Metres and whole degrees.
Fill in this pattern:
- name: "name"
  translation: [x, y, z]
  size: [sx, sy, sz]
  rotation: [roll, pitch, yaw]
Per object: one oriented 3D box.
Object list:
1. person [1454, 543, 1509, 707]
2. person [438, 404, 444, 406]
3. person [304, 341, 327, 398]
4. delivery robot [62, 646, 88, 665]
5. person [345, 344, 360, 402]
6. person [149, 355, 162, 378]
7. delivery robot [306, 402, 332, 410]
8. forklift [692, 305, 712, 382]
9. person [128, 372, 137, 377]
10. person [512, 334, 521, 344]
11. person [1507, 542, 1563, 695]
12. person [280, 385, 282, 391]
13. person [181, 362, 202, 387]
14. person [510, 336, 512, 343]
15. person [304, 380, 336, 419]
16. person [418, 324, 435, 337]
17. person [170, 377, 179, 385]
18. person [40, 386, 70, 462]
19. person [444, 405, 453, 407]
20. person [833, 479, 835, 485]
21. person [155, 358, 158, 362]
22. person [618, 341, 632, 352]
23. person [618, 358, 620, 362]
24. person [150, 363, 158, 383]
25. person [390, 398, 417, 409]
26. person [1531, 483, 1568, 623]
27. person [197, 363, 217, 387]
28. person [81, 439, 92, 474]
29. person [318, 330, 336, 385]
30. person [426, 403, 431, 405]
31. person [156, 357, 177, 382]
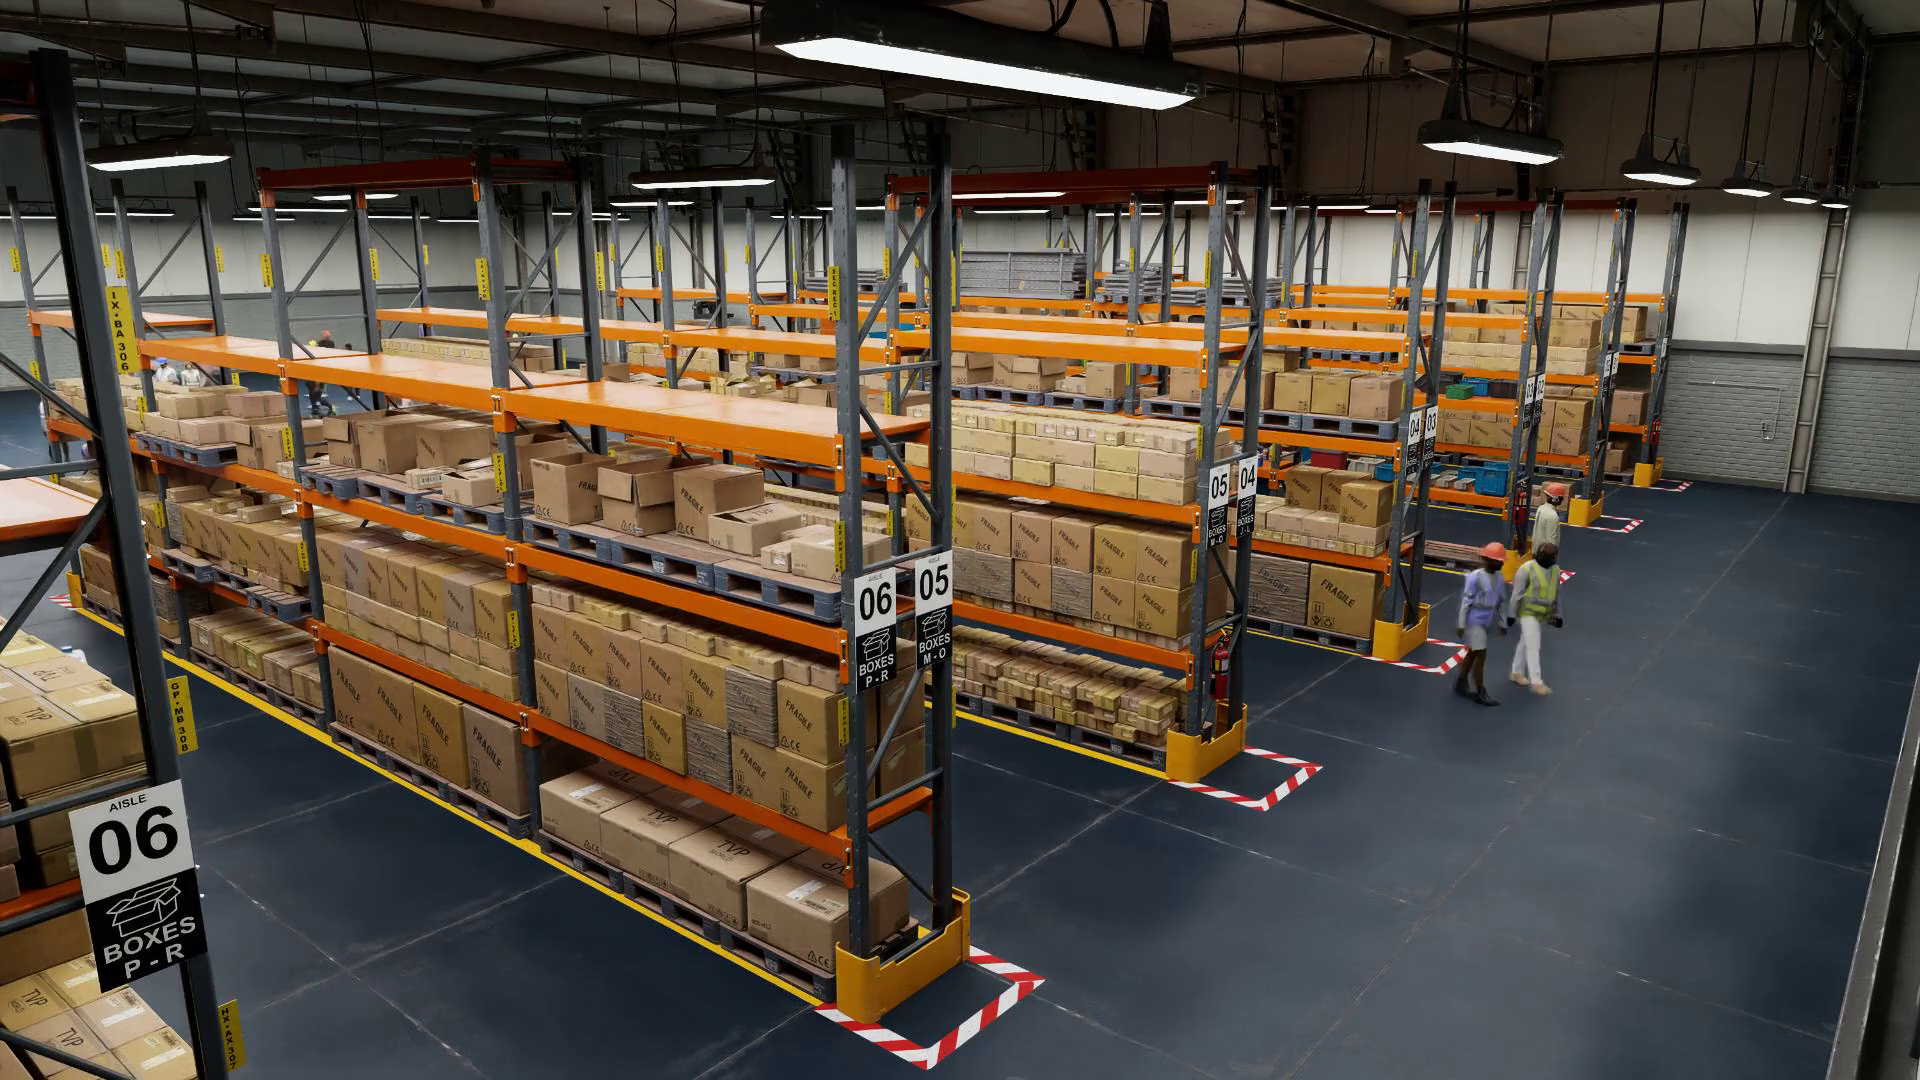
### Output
- name: "person"
  translation: [6.131, 0.972, 14.625]
  size: [0.587, 1.911, 0.823]
  rotation: [-7, 15, -27]
- name: "person"
  translation: [-14.390, -3.851, 34.424]
  size: [0.690, 1.946, 0.604]
  rotation: [1, 14, 3]
- name: "person"
  translation: [-21.585, -5.685, 42.052]
  size: [0.612, 1.893, 0.871]
  rotation: [5, 15, 21]
- name: "delivery robot"
  translation: [-10.685, 1.520, 15.114]
  size: [0.477, 0.478, 0.707]
  rotation: [-10, 17, -36]
- name: "person"
  translation: [-20.019, -5.509, 41.421]
  size: [0.584, 1.863, 1.021]
  rotation: [-3, 14, -13]
- name: "person"
  translation: [-24.440, -4.741, 38.273]
  size: [1.101, 1.871, 0.677]
  rotation: [8, 16, 30]
- name: "delivery robot"
  translation: [-18.915, -3.965, 37.135]
  size: [0.698, 0.223, 0.335]
  rotation: [2, 14, 8]
- name: "forklift"
  translation: [-9.511, -7.392, 47.124]
  size: [1.873, 2.768, 1.129]
  rotation: [11, 17, 38]
- name: "person"
  translation: [-21.951, -3.608, 33.558]
  size: [0.636, 1.879, 0.600]
  rotation: [1, 14, 2]
- name: "person"
  translation: [-16.483, -6.790, 46.878]
  size: [0.525, 1.769, 0.322]
  rotation: [-3, 14, -10]
- name: "person"
  translation: [6.968, 0.926, 15.041]
  size: [0.637, 1.810, 0.828]
  rotation: [-7, 15, -25]
- name: "person"
  translation: [-16.679, -3.026, 31.252]
  size: [0.524, 1.844, 0.876]
  rotation: [-11, 17, -37]
- name: "person"
  translation: [-23.316, -4.616, 38.227]
  size: [0.541, 1.620, 0.518]
  rotation: [13, 18, 42]
- name: "person"
  translation: [-16.264, -6.498, 45.633]
  size: [0.953, 1.794, 0.629]
  rotation: [3, 14, 11]
- name: "person"
  translation: [-19.068, -4.594, 37.361]
  size: [0.699, 2.000, 0.695]
  rotation: [-13, 19, -42]
- name: "person"
  translation: [-22.771, -8.557, 53.855]
  size: [0.639, 1.911, 0.402]
  rotation: [-2, 14, -10]
- name: "person"
  translation: [-21.138, -3.557, 33.890]
  size: [0.551, 1.615, 0.607]
  rotation: [2, 14, 10]
- name: "person"
  translation: [-21.423, -2.699, 29.779]
  size: [0.753, 1.905, 0.577]
  rotation: [10, 17, 35]
- name: "person"
  translation: [-14.437, -3.962, 35.110]
  size: [0.738, 1.837, 0.672]
  rotation: [-12, 18, -41]
- name: "person"
  translation: [-2.580, -2.182, 27.563]
  size: [0.355, 1.937, 0.634]
  rotation: [11, 18, 39]
- name: "person"
  translation: [-24.991, -4.867, 39.328]
  size: [0.847, 1.586, 0.513]
  rotation: [-1, 14, -5]
- name: "person"
  translation: [-12.657, -7.031, 47.756]
  size: [0.622, 1.820, 0.414]
  rotation: [-11, 17, -38]
- name: "person"
  translation: [-9.912, -4.463, 37.139]
  size: [0.374, 1.843, 0.575]
  rotation: [11, 18, 39]
- name: "person"
  translation: [-22.079, -3.881, 34.596]
  size: [0.613, 1.920, 0.526]
  rotation: [11, 18, 38]
- name: "person"
  translation: [-13.865, -3.063, 31.425]
  size: [0.640, 1.824, 0.670]
  rotation: [-4, 14, -15]
- name: "person"
  translation: [8.299, 0.165, 17.817]
  size: [0.406, 1.986, 0.617]
  rotation: [2, 14, 8]
- name: "person"
  translation: [-25.790, -5.912, 43.098]
  size: [0.664, 1.858, 1.012]
  rotation: [7, 15, 26]
- name: "person"
  translation: [-16.063, -1.168, 23.474]
  size: [0.569, 1.887, 0.966]
  rotation: [-2, 14, -10]
- name: "person"
  translation: [-23.127, -6.679, 46.006]
  size: [0.833, 1.973, 0.618]
  rotation: [11, 17, 38]
- name: "person"
  translation: [-10.863, -1.948, 26.454]
  size: [0.854, 2.020, 0.615]
  rotation: [-6, 15, -23]
- name: "person"
  translation: [-22.885, -4.320, 36.350]
  size: [0.603, 1.944, 0.391]
  rotation: [1, 14, 4]
